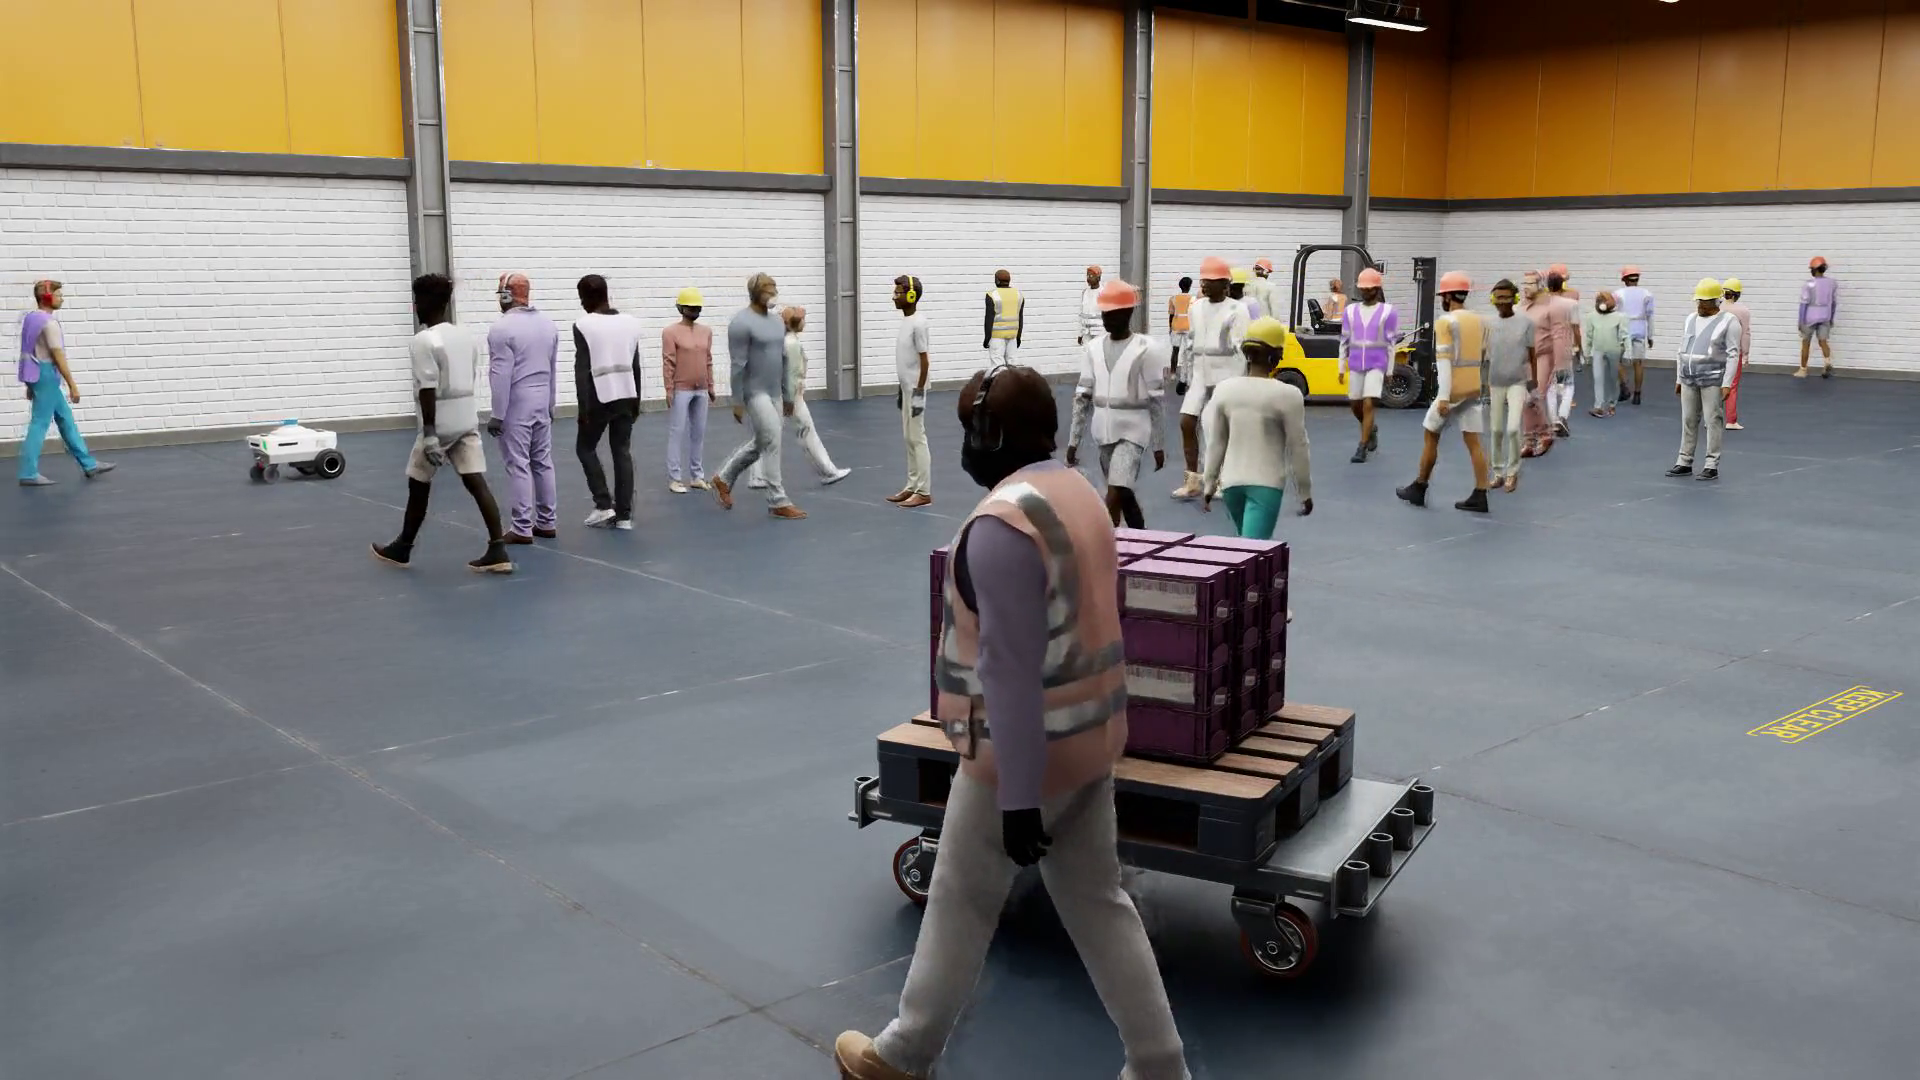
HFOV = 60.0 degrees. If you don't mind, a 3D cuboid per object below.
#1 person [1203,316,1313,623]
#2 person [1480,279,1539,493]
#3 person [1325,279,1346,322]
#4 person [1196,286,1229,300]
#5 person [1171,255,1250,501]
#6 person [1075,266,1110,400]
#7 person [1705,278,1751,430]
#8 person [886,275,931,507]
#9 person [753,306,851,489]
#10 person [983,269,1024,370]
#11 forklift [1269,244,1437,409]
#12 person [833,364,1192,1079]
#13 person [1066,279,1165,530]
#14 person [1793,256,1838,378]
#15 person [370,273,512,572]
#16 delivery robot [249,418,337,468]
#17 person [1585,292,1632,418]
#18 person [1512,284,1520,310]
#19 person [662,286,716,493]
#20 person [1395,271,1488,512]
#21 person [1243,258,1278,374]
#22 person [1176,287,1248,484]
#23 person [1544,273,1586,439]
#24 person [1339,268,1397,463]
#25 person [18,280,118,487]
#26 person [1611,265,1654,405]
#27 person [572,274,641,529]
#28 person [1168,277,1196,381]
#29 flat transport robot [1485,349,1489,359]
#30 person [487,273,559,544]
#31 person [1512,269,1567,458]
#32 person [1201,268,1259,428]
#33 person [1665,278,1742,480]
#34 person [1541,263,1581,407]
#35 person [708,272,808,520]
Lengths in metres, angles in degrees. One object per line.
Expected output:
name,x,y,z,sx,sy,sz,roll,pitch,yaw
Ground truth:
person,1.533,-0.287,8.571,0.545,1.716,0.928,9,13,42
person,4.700,-1.319,14.316,0.530,1.826,0.633,6,11,30
person,6.327,-3.575,28.088,0.342,1.625,0.560,9,13,42
person,3.565,-2.817,22.828,0.642,1.909,0.409,4,11,23
person,2.024,-1.301,13.605,0.654,2.016,0.753,9,13,44
person,1.886,-2.900,23.377,0.341,1.882,0.586,-9,13,-44
person,8.952,-2.164,19.414,0.313,1.769,0.525,-8,13,-41
person,-0.403,-1.198,13.447,0.332,1.874,0.520,-3,10,-16
person,-1.427,-1.235,14.514,0.891,1.583,0.514,-5,11,-27
person,0.579,-2.796,22.891,0.635,1.842,0.429,-6,12,-33
forklift,5.256,-2.933,22.661,2.313,2.155,1.214,3,10,16
person,0.160,0.492,3.857,0.901,1.784,0.657,4,11,24
person,0.945,-0.642,10.167,0.569,1.881,1.014,8,13,39
person,14.132,-3.659,27.410,0.649,2.024,0.736,0,10,0
person,-3.327,-0.739,10.627,1.031,1.910,0.622,4,10,20
delivery robot,-6.033,-0.860,15.045,0.477,0.478,0.707,9,13,43
person,8.146,-2.326,20.894,0.603,1.568,0.866,6,12,33
person,8.048,-2.920,24.263,0.529,1.627,0.324,-9,13,-41
person,-2.309,-1.286,14.281,0.331,1.765,0.533,9,13,42
person,3.906,-1.189,13.331,0.595,1.891,0.912,-6,11,-32
person,4.533,-3.238,25.063,0.608,1.985,0.396,9,13,41
person,2.217,-1.410,14.863,0.664,1.821,0.638,-6,11,-32
person,6.632,-2.033,18.417,0.605,1.835,0.421,6,11,30
person,4.056,-1.742,16.518,0.556,1.915,0.812,5,11,29
person,-7.989,-1.393,14.788,0.923,1.800,0.587,-8,13,-41
person,9.171,-2.801,22.763,0.684,1.892,0.548,1,10,5
person,-2.634,-1.025,12.384,0.527,1.884,0.618,8,13,40
person,3.624,-3.407,26.912,0.535,1.691,0.318,4,11,23
flat transport robot,10.126,-3.571,32.021,1.431,0.197,0.652,3,10,14
person,-3.111,-0.924,11.747,0.407,1.904,0.654,4,11,24
person,5.698,-1.746,16.588,0.433,1.890,0.677,-4,11,-24
person,3.307,-2.272,19.723,1.009,1.882,0.599,-5,11,-26
person,6.740,-1.453,15.085,0.403,1.823,0.588,-6,11,-29
person,8.091,-2.788,22.587,0.639,1.940,0.812,-4,10,-20
person,-1.600,-1.120,12.905,0.901,1.911,0.640,5,11,26
